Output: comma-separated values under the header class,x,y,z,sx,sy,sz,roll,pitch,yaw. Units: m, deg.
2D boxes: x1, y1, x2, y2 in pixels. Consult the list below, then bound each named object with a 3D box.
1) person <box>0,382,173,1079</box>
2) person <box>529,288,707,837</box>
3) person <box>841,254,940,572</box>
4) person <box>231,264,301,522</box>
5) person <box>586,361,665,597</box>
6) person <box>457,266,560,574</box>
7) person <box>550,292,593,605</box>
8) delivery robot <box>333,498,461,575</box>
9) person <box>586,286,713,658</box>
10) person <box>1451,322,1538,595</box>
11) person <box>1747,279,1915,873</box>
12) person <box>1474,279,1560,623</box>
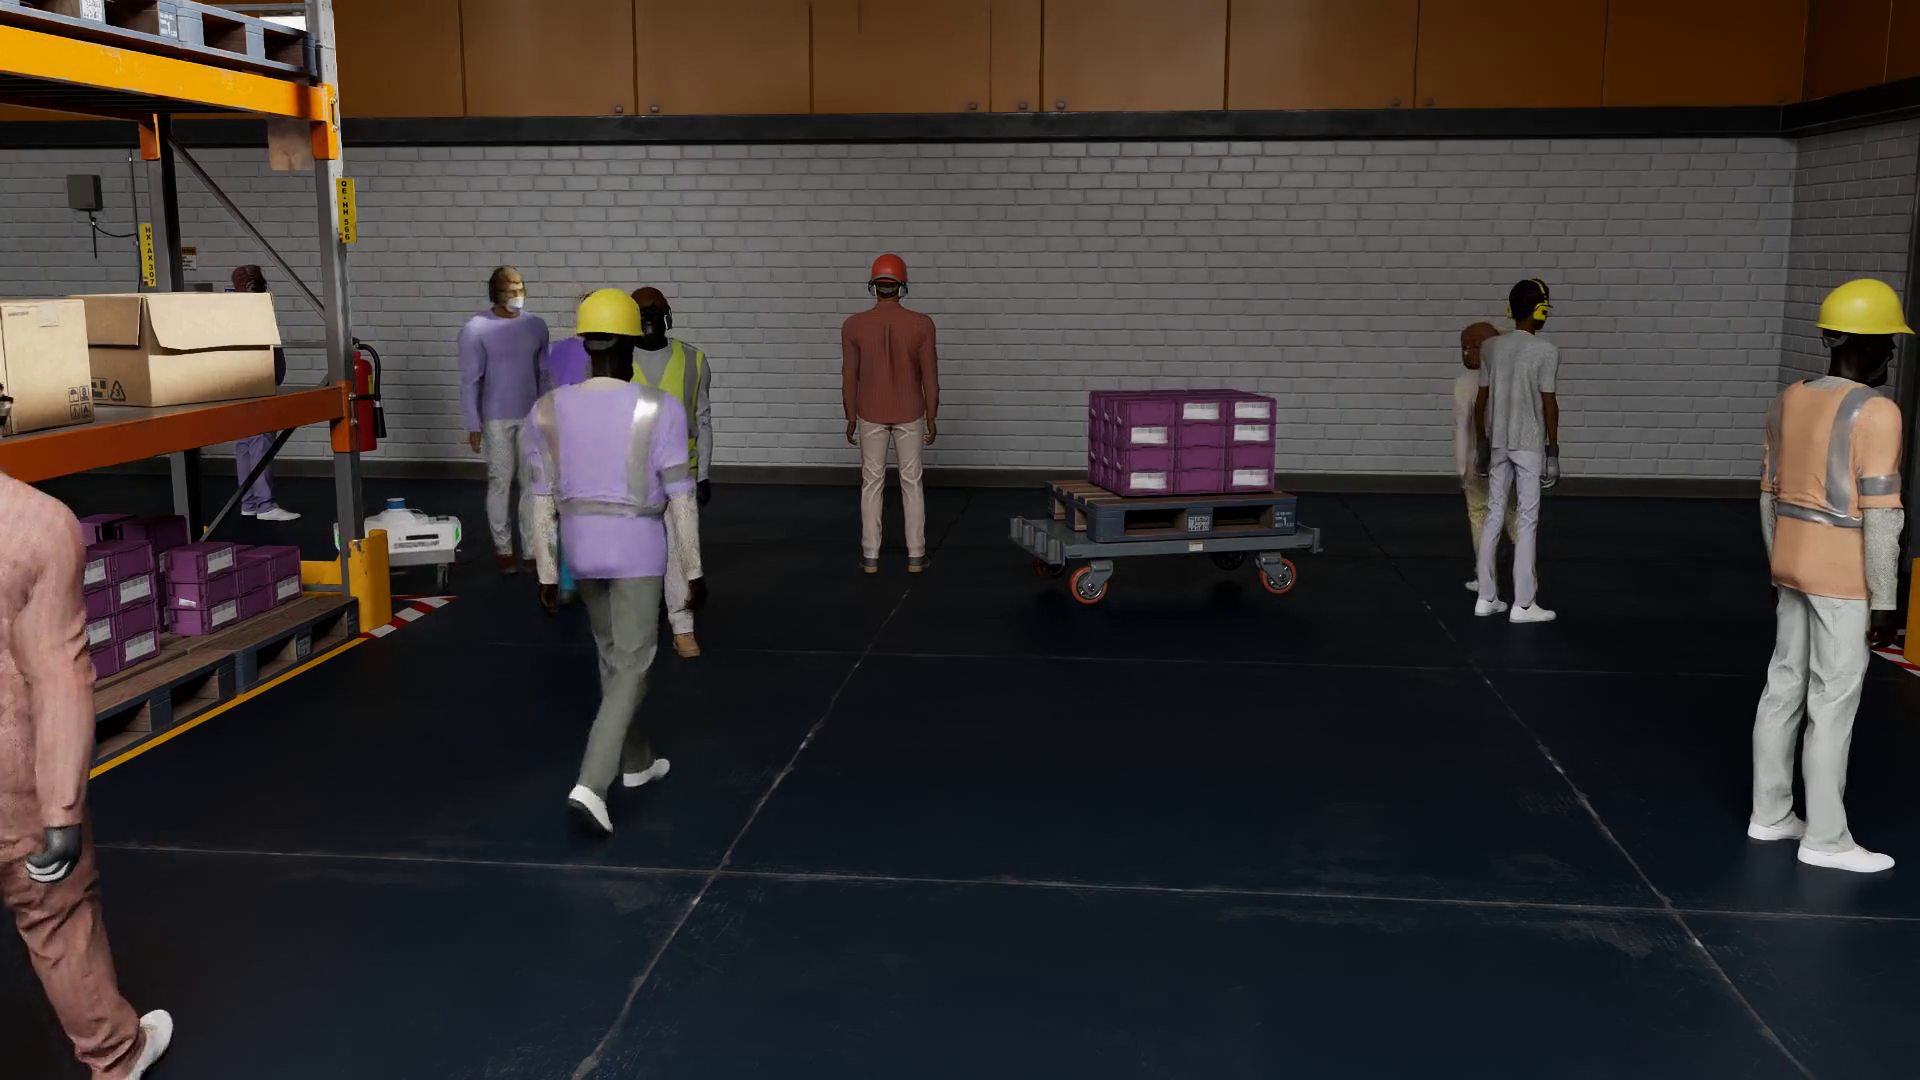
class,x,y,z,sx,sy,sz,roll,pitch,yaw
person,-2.136,0.491,3.550,0.657,1.852,1.015,-1,10,-4
person,-1.237,0.060,5.887,0.595,1.896,0.920,3,10,15
person,-0.433,-0.783,10.427,0.611,1.995,0.375,0,10,-1
person,-5.250,-1.094,12.451,0.409,1.913,0.642,-9,13,-41
person,-1.791,-0.483,9.336,0.619,1.787,0.929,4,11,19
person,-2.764,-0.726,10.322,0.659,1.927,0.500,-10,14,-44
person,-2.093,-0.539,9.640,0.561,1.789,0.964,2,10,10
delivery robot,-3.321,-0.006,9.831,0.707,0.478,0.477,-4,11,-23
person,-1.517,-0.320,8.214,0.627,1.844,0.429,-3,10,-18
person,3.072,-0.444,9.545,0.541,1.610,0.608,-2,10,-9
person,2.869,0.116,5.470,0.370,1.928,0.585,-2,10,-10
person,3.045,-0.483,9.082,0.309,1.864,0.534,-7,12,-36
